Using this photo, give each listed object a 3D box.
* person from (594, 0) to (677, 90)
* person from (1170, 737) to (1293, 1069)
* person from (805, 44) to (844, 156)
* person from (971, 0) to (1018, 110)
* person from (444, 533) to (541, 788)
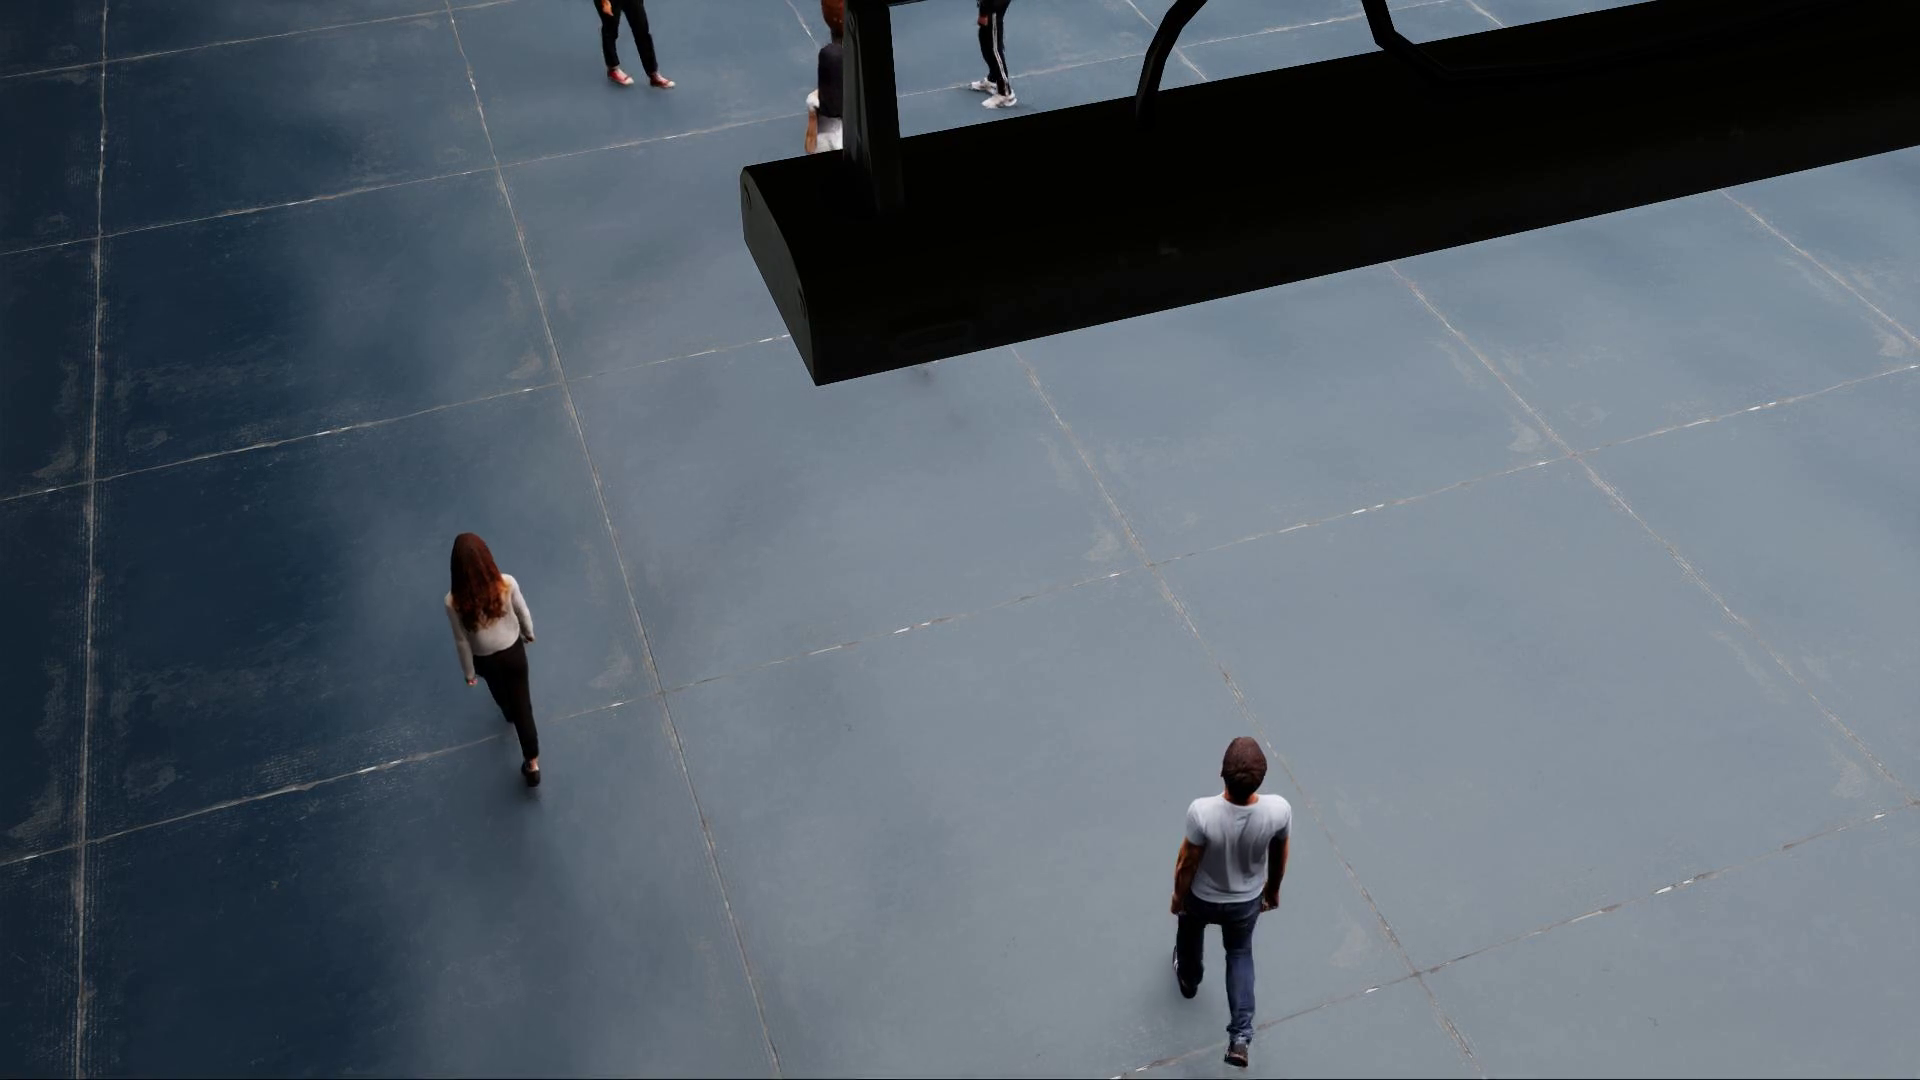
[{"bbox_3d":[-2.911,-4.583,13.789,1.067,1.735,0.918,31,51,29],"label":"person"},{"bbox_3d":[1.142,1.569,7.117,0.813,1.847,1.094,-3,43,-3],"label":"person"},{"bbox_3d":[-0.838,-2.588,11.630,0.688,1.765,0.790,-20,47,-20],"label":"person"},{"bbox_3d":[0.314,-4.437,13.546,0.892,1.853,0.826,12,44,12],"label":"person"},{"bbox_3d":[-2.318,0.632,8.414,0.563,1.446,0.985,-16,45,-16],"label":"person"}]
